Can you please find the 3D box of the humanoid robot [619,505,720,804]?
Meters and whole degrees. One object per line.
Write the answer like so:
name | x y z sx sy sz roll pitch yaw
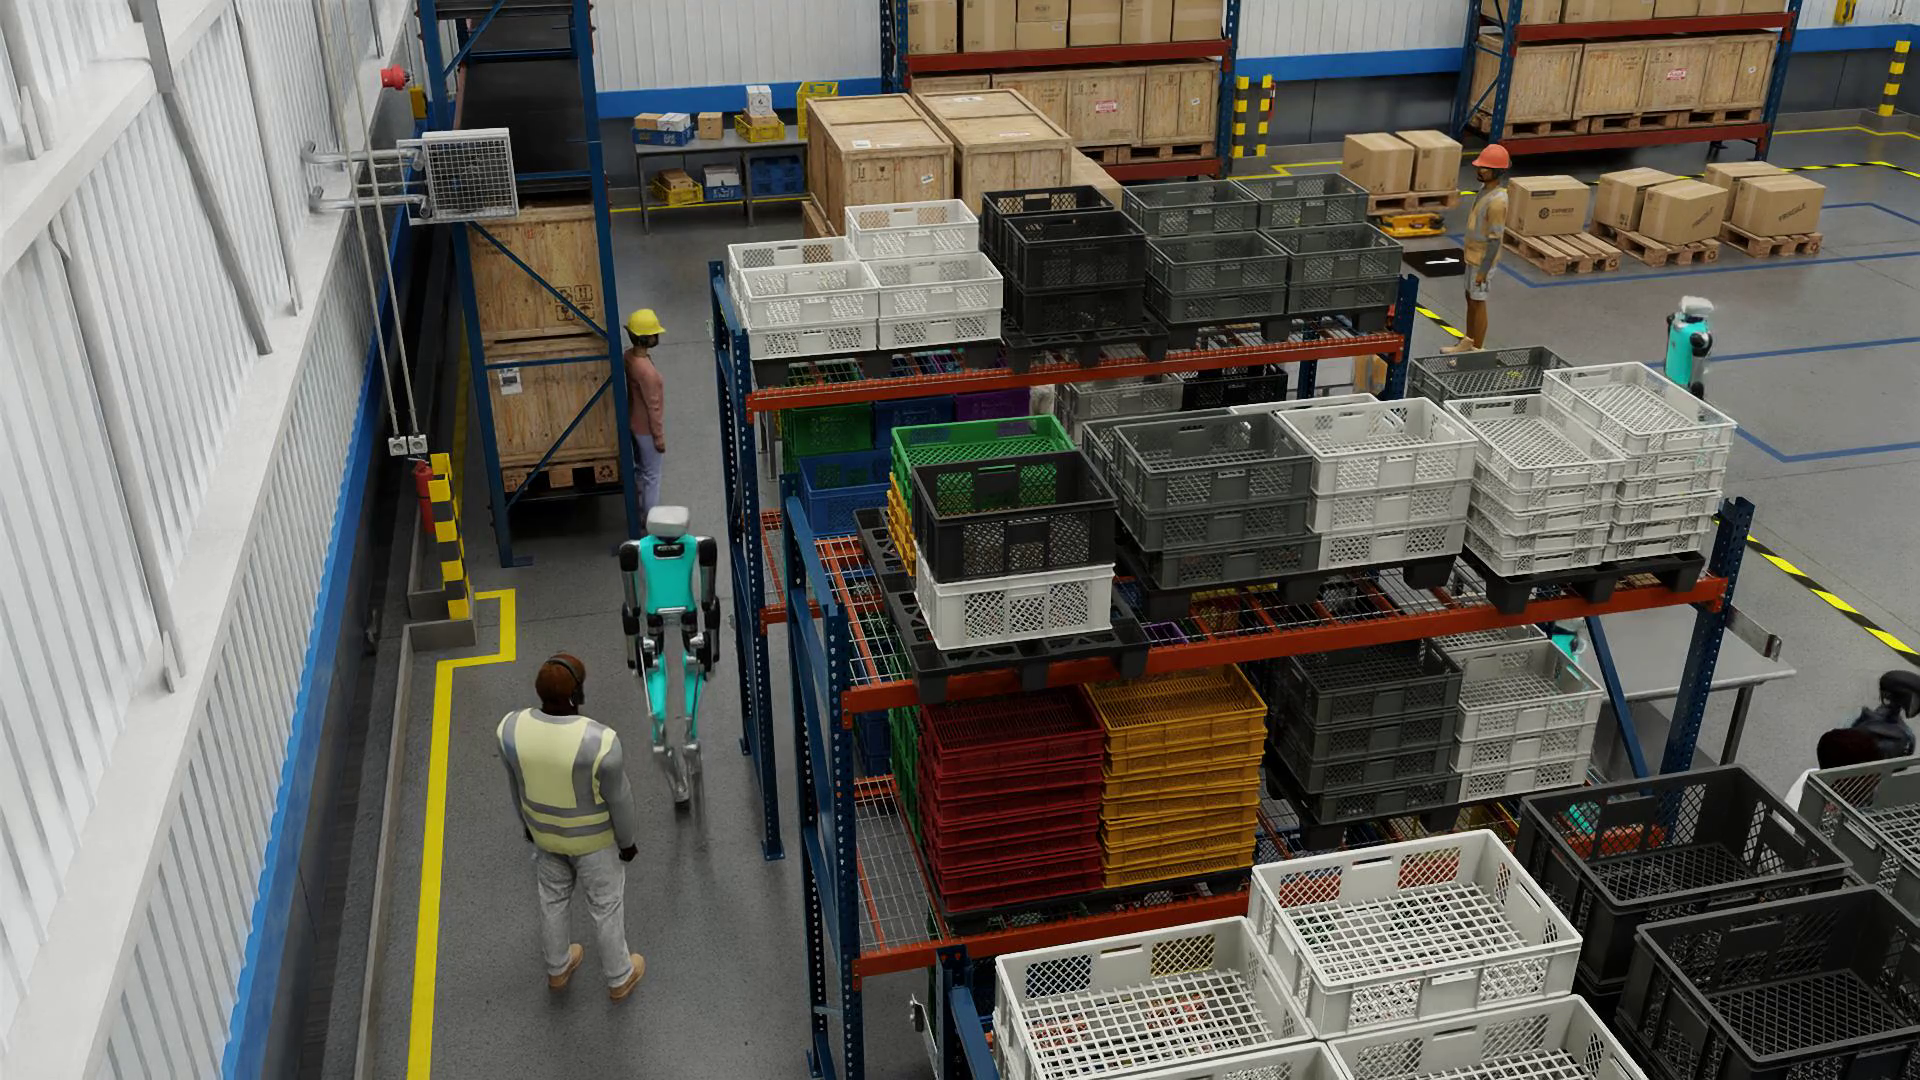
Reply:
humanoid robot | -1.545 0.732 9.105 0.551 1.797 0.838 -6 28 -11

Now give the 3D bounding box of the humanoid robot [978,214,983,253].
humanoid robot | 0.213 -2.072 14.530 0.796 1.635 0.599 -13 31 -24

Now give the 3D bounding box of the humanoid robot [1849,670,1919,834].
humanoid robot | 4.271 1.323 8.045 0.421 1.642 0.584 14 31 24

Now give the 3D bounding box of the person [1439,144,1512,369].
person | 4.663 -2.542 14.965 0.360 2.047 0.612 2 28 3

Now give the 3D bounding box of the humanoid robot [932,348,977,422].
humanoid robot | -0.157 -0.918 12.293 0.665 1.870 0.547 -4 28 -7

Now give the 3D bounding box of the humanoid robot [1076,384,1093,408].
humanoid robot | 0.989 -0.194 10.891 0.724 1.827 0.551 -14 31 -25

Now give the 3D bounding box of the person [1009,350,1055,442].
person | 0.448 -0.626 11.561 0.502 1.836 0.331 20 34 33

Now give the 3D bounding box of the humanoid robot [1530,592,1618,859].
humanoid robot | 3.102 1.144 8.328 0.666 1.819 0.555 13 31 24

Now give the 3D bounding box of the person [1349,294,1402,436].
person | 2.975 -0.879 11.922 0.349 1.940 0.543 -3 28 -5

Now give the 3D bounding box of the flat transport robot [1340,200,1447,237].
flat transport robot | 5.002 -3.820 19.264 0.652 0.197 1.431 -6 28 -12

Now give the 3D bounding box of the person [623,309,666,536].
person | -2.238 -0.823 12.006 0.337 1.761 0.523 -13 31 -23

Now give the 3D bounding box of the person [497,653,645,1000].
person | -1.800 1.351 7.814 0.621 1.833 0.430 8 29 15

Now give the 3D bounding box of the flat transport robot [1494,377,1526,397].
flat transport robot | 4.780 -1.036 14.013 0.659 0.231 1.431 -6 28 -12

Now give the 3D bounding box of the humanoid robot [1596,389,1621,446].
humanoid robot | 3.850 -0.223 10.887 0.976 1.735 0.541 18 33 31

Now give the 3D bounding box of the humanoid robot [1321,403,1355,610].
humanoid robot | 2.492 -0.192 10.953 0.763 1.635 0.616 -7 29 -13

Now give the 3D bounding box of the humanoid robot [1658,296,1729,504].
humanoid robot | 5.451 -0.944 12.274 0.922 1.763 0.536 -1 28 -2

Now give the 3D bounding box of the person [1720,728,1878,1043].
person | 3.586 1.622 7.199 0.392 1.920 0.587 15 31 26
